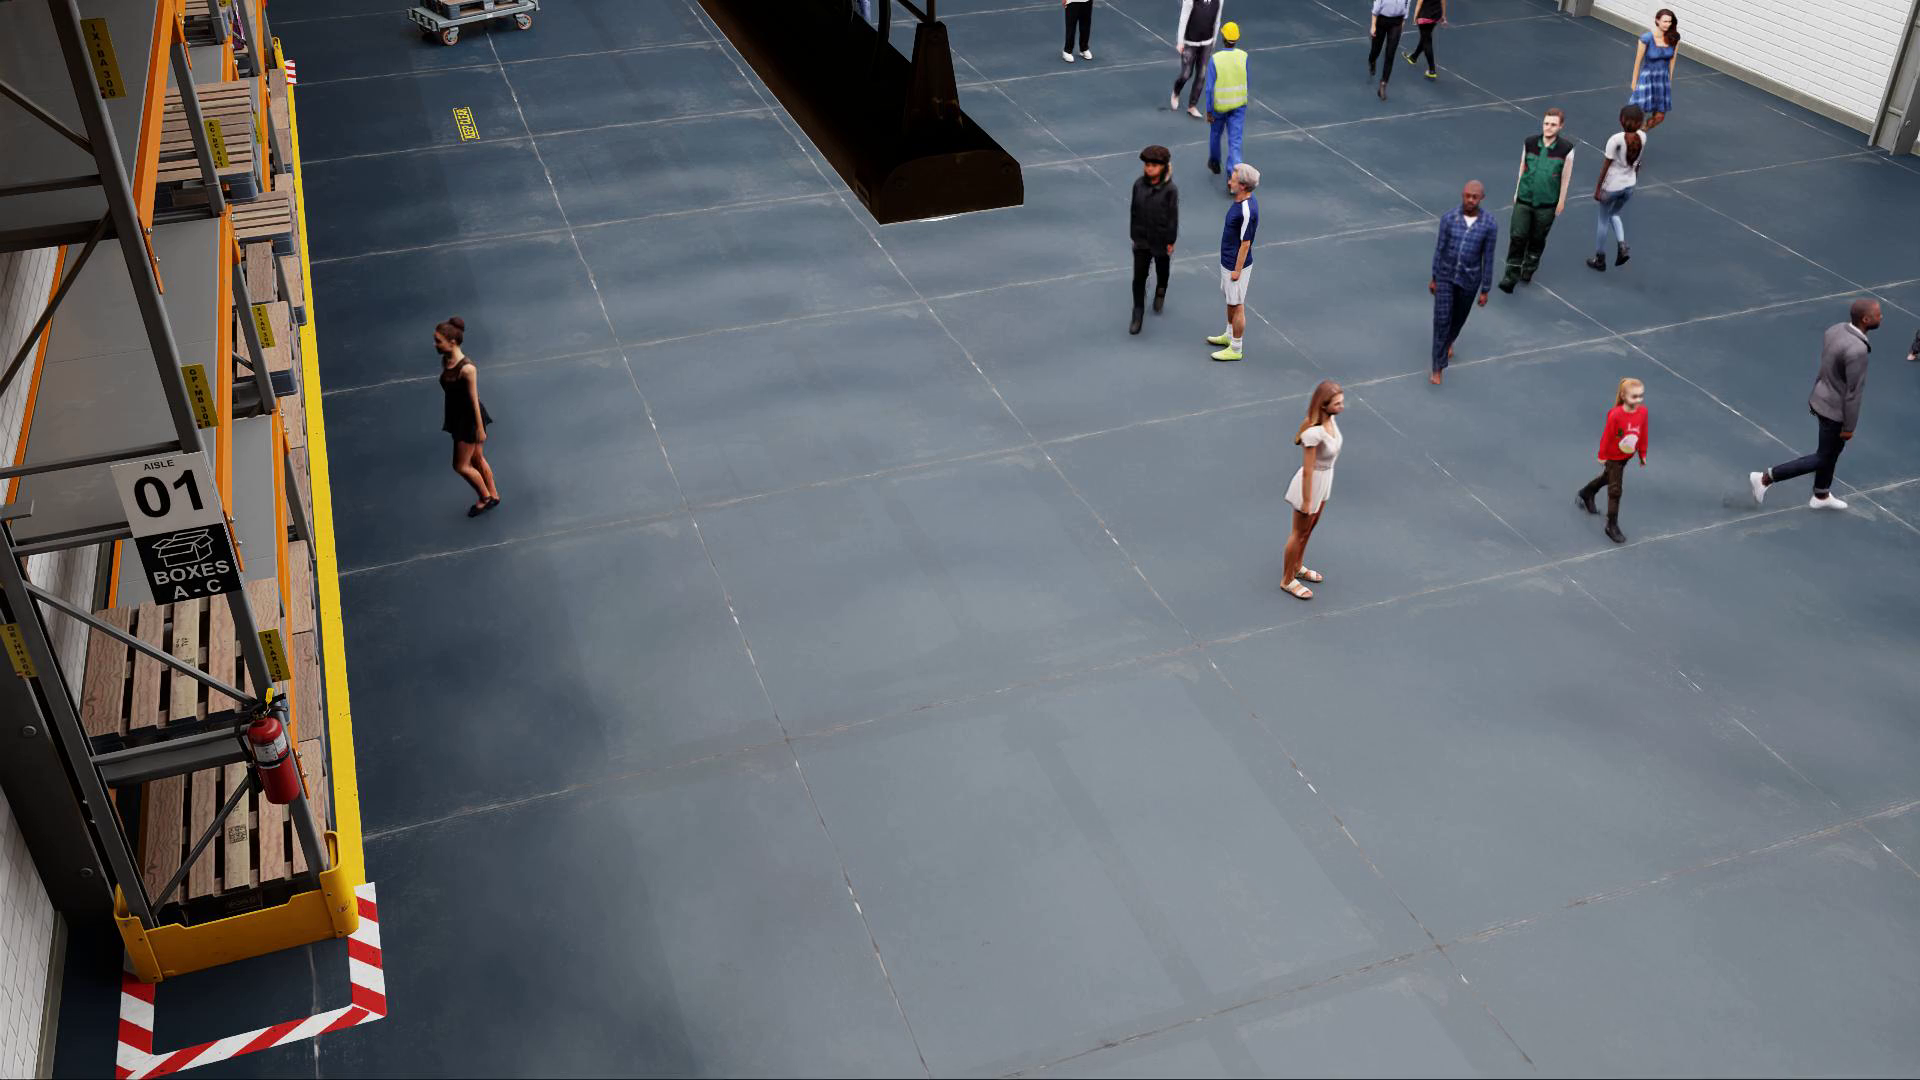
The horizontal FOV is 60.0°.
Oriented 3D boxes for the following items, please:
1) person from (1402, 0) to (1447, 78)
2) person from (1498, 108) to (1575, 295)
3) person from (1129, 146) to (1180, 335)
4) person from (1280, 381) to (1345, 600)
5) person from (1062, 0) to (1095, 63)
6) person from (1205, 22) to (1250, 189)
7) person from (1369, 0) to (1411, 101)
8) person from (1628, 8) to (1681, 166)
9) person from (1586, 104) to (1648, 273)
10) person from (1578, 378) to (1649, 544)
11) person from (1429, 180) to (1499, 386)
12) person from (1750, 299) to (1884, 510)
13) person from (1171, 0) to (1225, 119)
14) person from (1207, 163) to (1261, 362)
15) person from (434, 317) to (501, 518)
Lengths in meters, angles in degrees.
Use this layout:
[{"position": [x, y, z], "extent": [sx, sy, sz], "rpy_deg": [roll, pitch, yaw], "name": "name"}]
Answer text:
[{"position": [6.178, -6.810, 21.763], "extent": [0.632, 1.499, 1.039], "rpy_deg": [-13, 36, -19], "name": "person"}, {"position": [5.673, -3.333, 16.257], "extent": [1.098, 1.803, 1.125], "rpy_deg": [17, 37, 23], "name": "person"}, {"position": [1.838, -2.862, 15.596], "extent": [1.035, 1.750, 1.190], "rpy_deg": [9, 35, 13], "name": "person"}, {"position": [2.525, -0.389, 11.926], "extent": [0.710, 1.695, 0.662], "rpy_deg": [18, 38, 25], "name": "person"}, {"position": [1.615, -7.317, 22.357], "extent": [0.671, 1.686, 0.637], "rpy_deg": [-15, 37, -22], "name": "person"}, {"position": [2.994, -4.786, 18.462], "extent": [0.899, 1.782, 1.268], "rpy_deg": [-1, 34, -1], "name": "person"}, {"position": [5.417, -6.533, 21.146], "extent": [0.892, 1.720, 1.117], "rpy_deg": [1, 34, 1], "name": "person"}, {"position": [7.897, -5.204, 19.082], "extent": [0.778, 1.792, 0.851], "rpy_deg": [-3, 34, -4], "name": "person"}, {"position": [6.591, -3.460, 16.531], "extent": [0.590, 1.712, 0.690], "rpy_deg": [-11, 35, -16], "name": "person"}, {"position": [5.020, -0.684, 12.758], "extent": [0.484, 1.264, 0.884], "rpy_deg": [-12, 35, -17], "name": "person"}, {"position": [4.446, -2.354, 14.809], "extent": [1.095, 1.775, 1.258], "rpy_deg": [9, 35, 13], "name": "person"}, {"position": [6.611, -1.001, 12.753], "extent": [1.103, 1.798, 1.119], "rpy_deg": [6, 34, 9], "name": "person"}, {"position": [2.886, -6.094, 20.411], "extent": [0.700, 1.802, 0.797], "rpy_deg": [-9, 35, -13], "name": "person"}, {"position": [2.496, -2.517, 14.997], "extent": [0.766, 1.839, 0.621], "rpy_deg": [0, 34, 0], "name": "person"}, {"position": [-3.714, -0.947, 12.791], "extent": [0.746, 1.665, 0.678], "rpy_deg": [-24, 40, -31], "name": "person"}]
